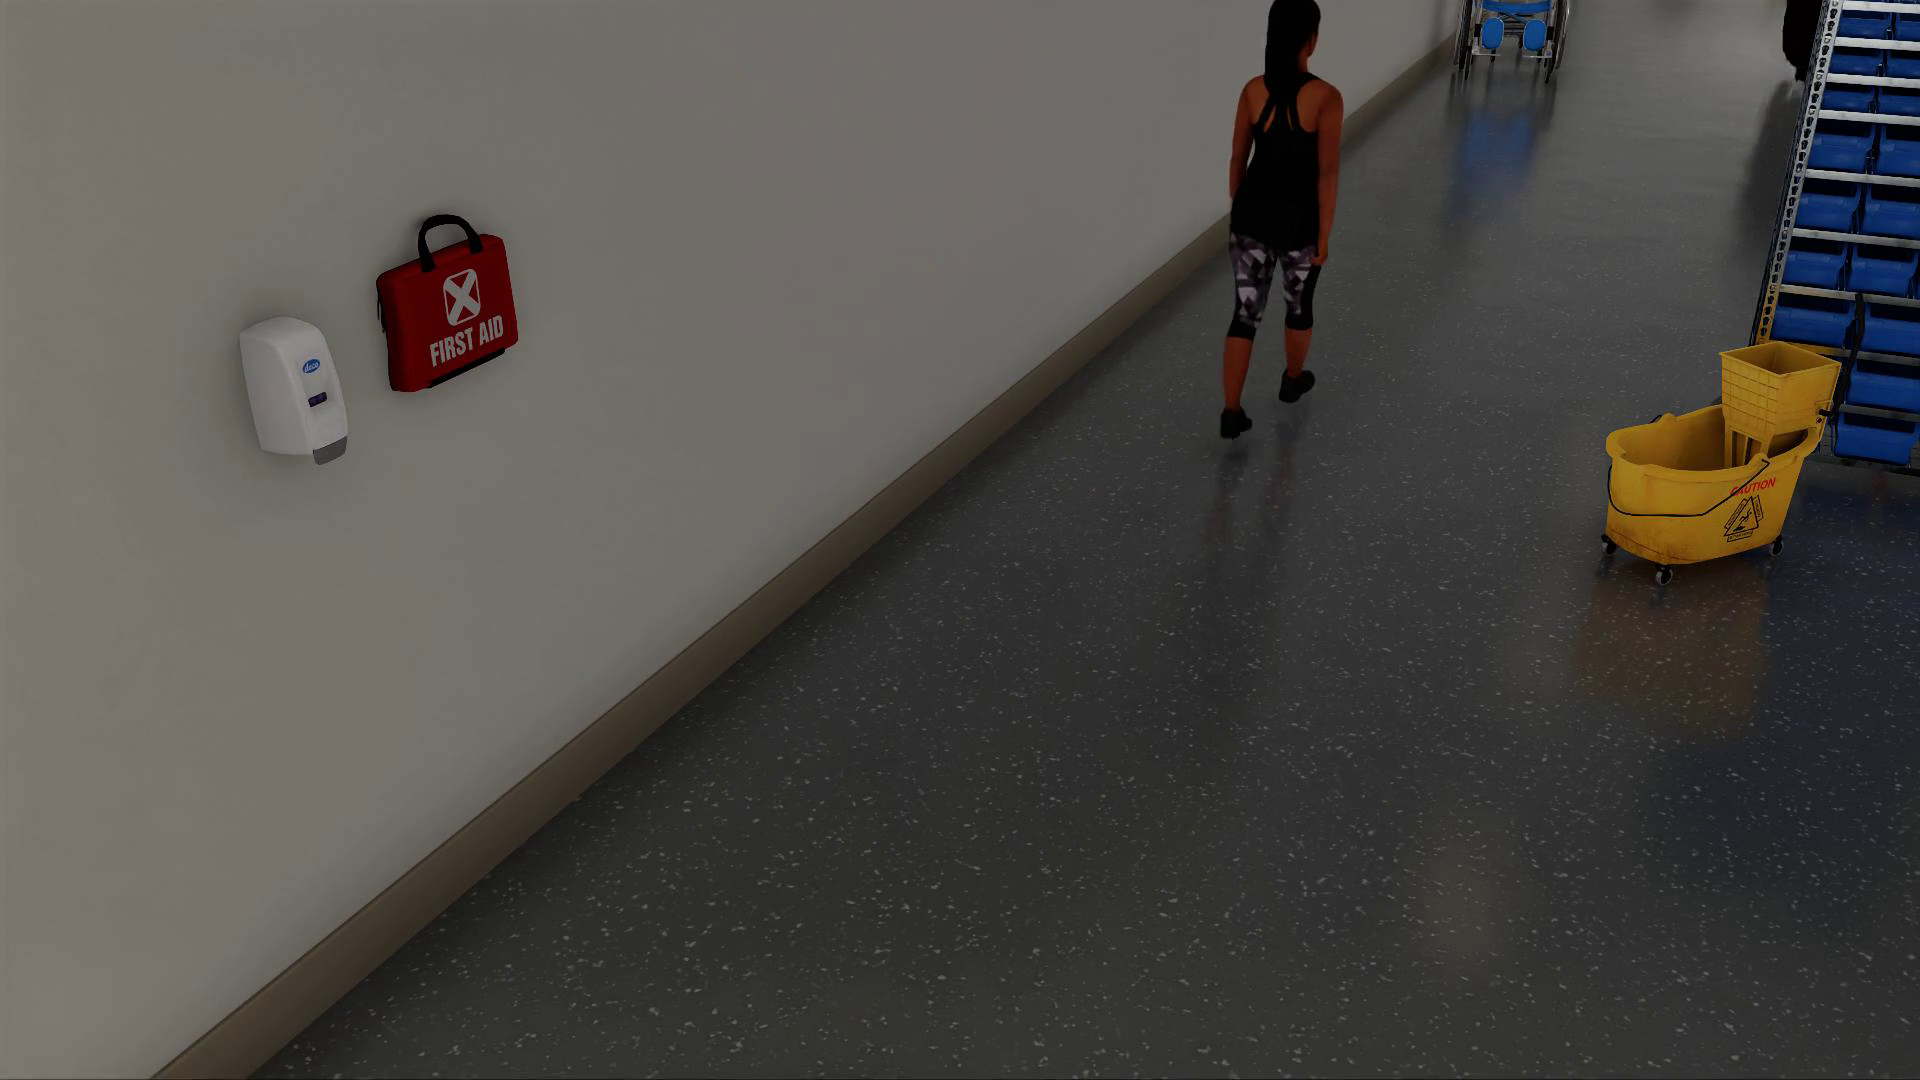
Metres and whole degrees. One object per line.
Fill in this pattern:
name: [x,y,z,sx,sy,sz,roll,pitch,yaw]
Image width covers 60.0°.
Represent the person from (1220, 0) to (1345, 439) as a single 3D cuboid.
person: [1.145,-1.149,6.180,1.008,1.618,0.708,14,29,27]
